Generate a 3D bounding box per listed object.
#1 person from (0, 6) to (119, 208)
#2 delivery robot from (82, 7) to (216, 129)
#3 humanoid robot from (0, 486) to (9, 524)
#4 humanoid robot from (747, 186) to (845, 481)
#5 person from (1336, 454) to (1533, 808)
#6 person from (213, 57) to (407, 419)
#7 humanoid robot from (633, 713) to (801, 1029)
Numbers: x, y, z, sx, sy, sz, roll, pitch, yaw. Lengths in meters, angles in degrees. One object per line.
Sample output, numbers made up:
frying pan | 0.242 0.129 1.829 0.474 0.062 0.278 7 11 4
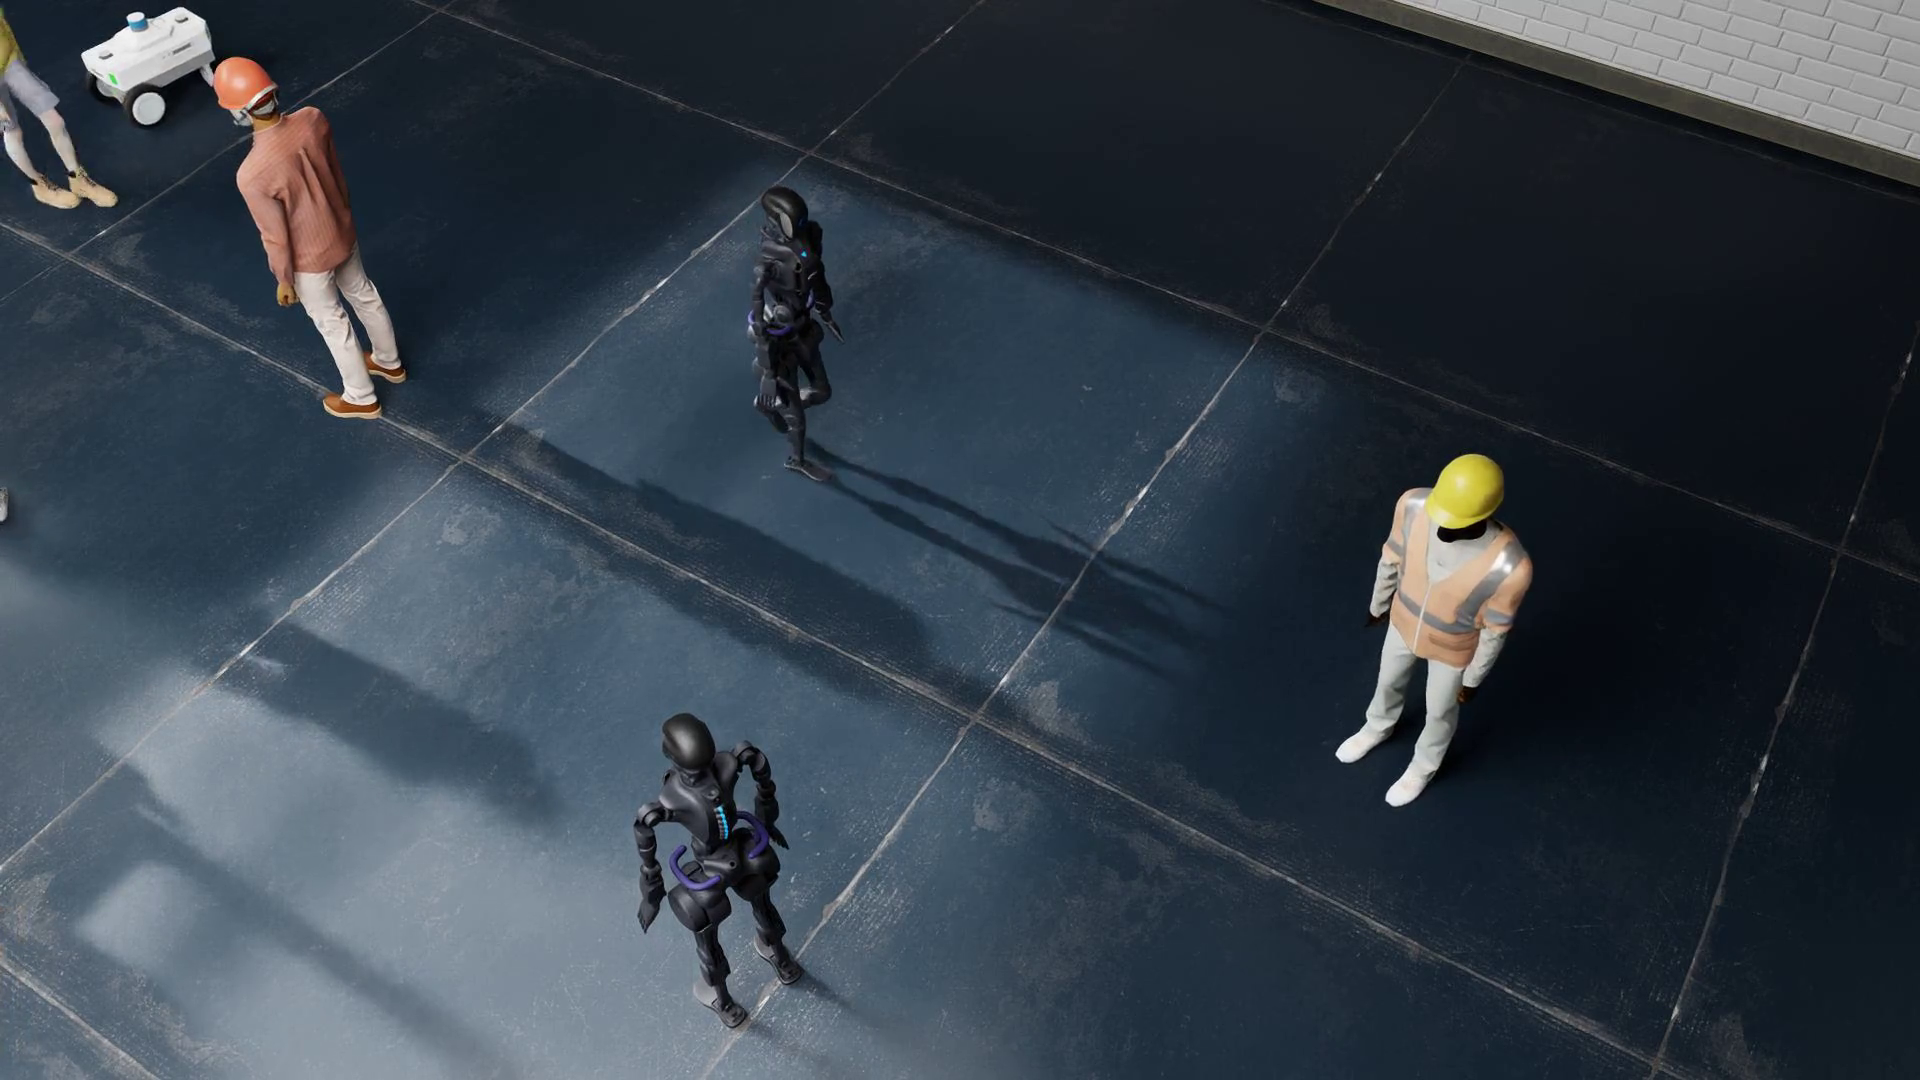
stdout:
person | -5.160 -2.489 8.949 0.644 1.839 0.524 19 52 16
delivery robot | -4.965 -2.944 10.194 0.525 0.587 0.740 32 56 25
humanoid robot | -4.687 -0.676 7.441 0.534 1.794 0.718 -14 50 -12
humanoid robot | -0.847 -0.954 7.716 0.499 1.639 0.584 22 52 18
person | 1.807 0.355 6.416 0.418 1.916 0.580 -35 57 -26
person | -3.083 -1.404 7.905 0.396 1.984 0.609 15 51 13
humanoid robot | -0.863 1.159 5.864 0.601 1.651 0.339 -33 56 -25
